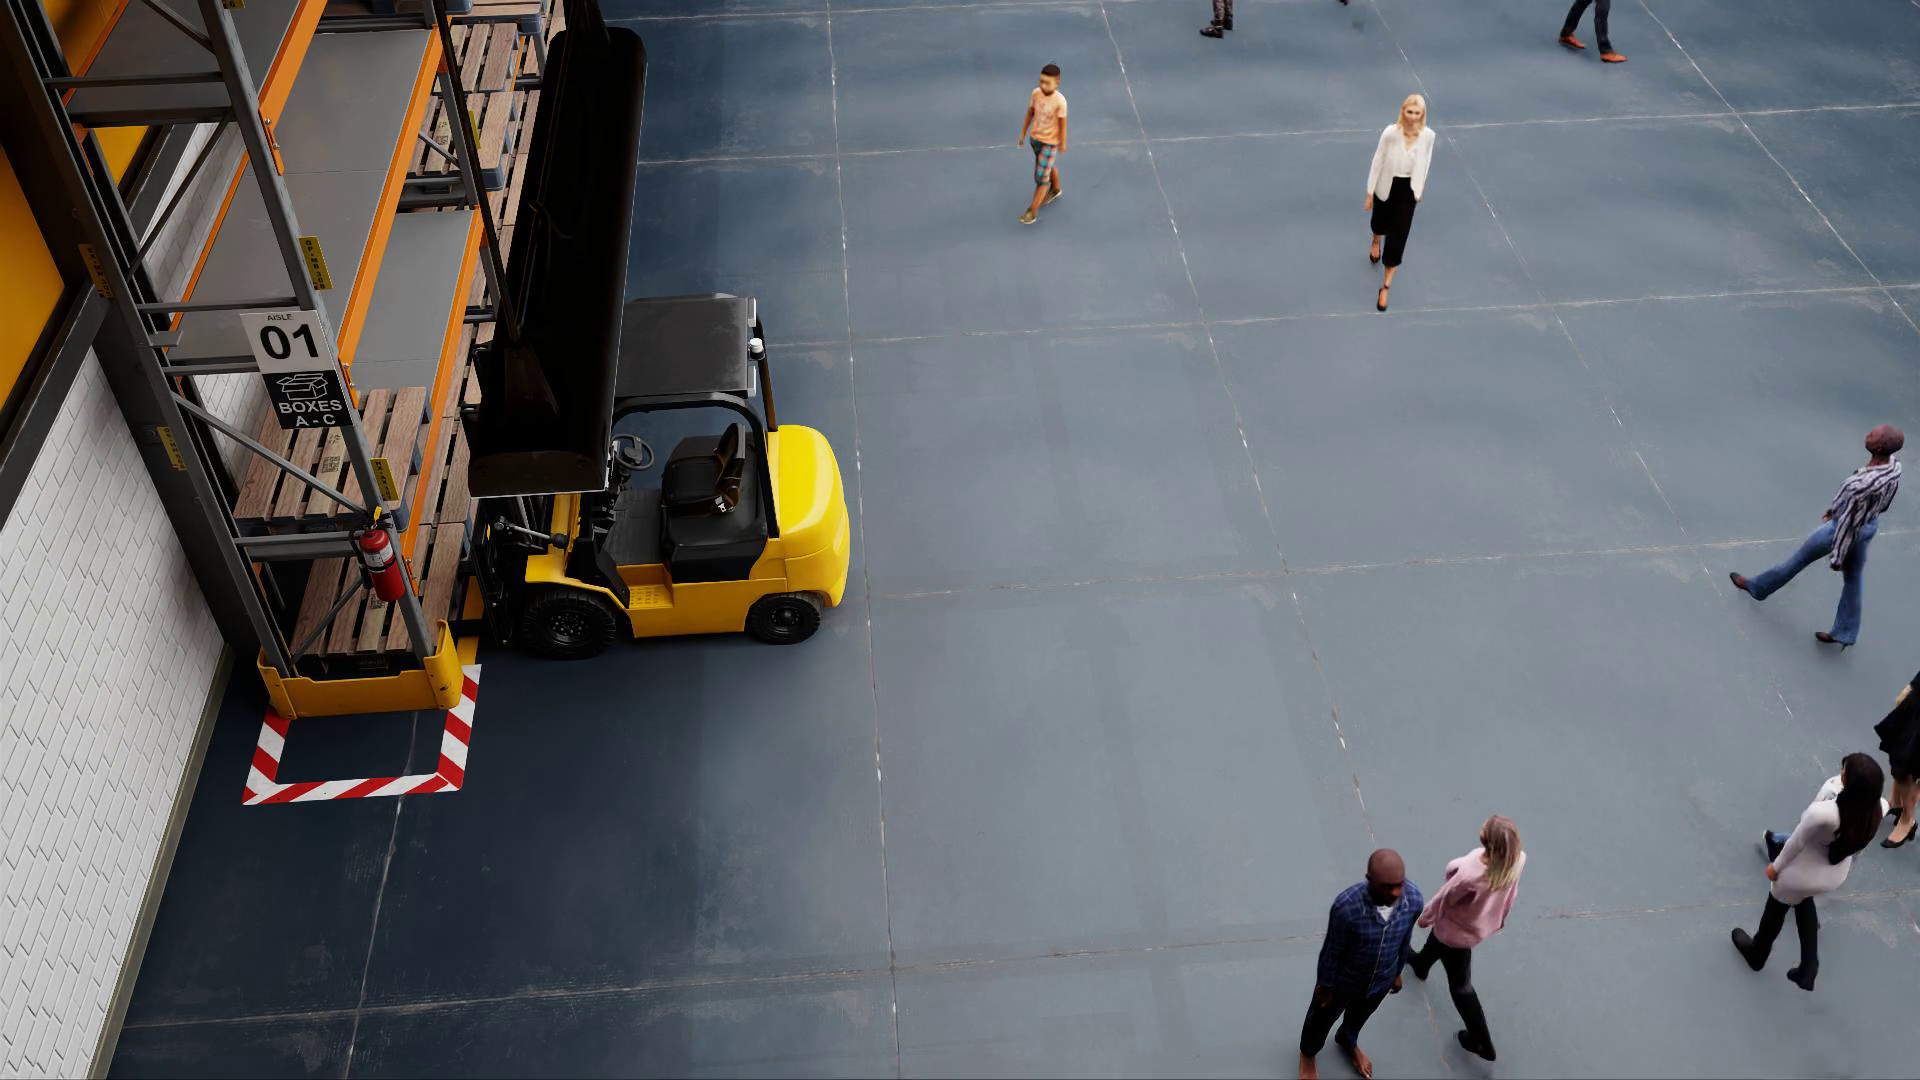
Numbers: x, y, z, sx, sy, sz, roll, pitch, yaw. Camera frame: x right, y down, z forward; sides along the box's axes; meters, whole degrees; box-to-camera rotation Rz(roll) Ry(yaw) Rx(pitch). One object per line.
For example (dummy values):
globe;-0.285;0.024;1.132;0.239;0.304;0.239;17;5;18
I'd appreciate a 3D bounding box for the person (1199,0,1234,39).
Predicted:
person;2.749;-6.092;17.278;0.729;1.711;0.658;25;49;24

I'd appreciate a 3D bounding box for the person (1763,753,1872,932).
person;4.931;1.603;9.536;0.618;1.249;0.909;-14;45;-15

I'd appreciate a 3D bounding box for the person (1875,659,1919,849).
person;5.687;1.102;9.724;0.853;1.716;0.710;2;44;2

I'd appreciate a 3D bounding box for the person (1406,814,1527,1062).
person;2.710;2.091;8.733;0.925;1.651;1.168;-23;48;-22

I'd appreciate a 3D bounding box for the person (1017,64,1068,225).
person;0.802;-3.595;14.862;0.939;1.429;1.007;29;51;27

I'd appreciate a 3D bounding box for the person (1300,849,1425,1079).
person;2.039;2.179;8.519;0.696;1.818;0.654;-10;45;-11

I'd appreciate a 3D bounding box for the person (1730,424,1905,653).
person;5.848;0.037;10.818;1.003;1.749;1.220;-26;49;-24

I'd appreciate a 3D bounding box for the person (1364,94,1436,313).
person;3.613;-2.905;13.865;0.828;1.806;1.239;7;44;7

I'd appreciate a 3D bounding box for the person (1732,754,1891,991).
person;4.580;1.847;8.883;0.643;1.797;0.791;-7;44;-7

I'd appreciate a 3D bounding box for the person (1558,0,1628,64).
person;6.487;-5.839;16.981;1.061;1.756;1.192;-31;51;-28
